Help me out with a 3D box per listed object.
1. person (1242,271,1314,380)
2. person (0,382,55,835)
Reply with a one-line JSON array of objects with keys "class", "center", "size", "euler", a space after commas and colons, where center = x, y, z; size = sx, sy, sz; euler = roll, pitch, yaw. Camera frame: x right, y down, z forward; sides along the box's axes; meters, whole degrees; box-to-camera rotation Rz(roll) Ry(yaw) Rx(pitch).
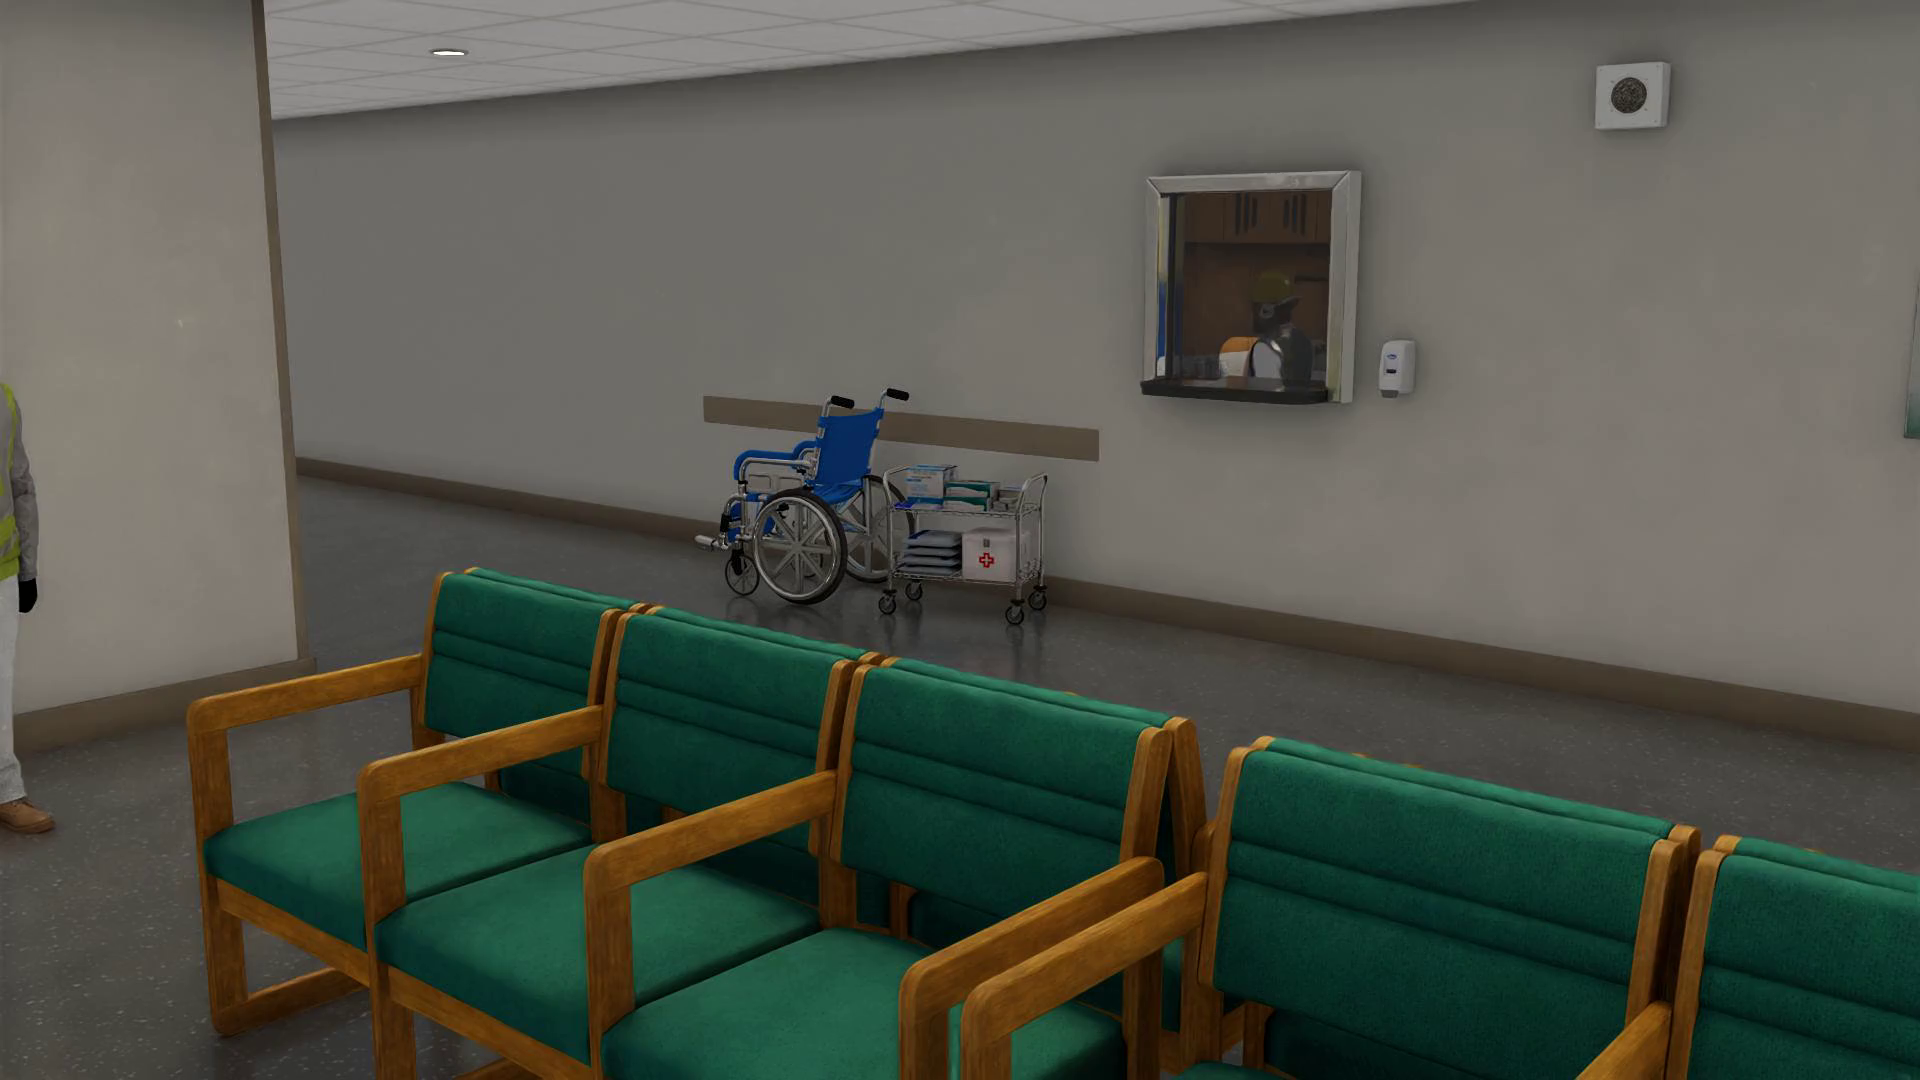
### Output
[{"class": "person", "center": [1.712, -0.551, 9.138], "size": [0.404, 1.832, 0.592], "euler": [6, 12, 31]}, {"class": "person", "center": [-3.277, 0.114, 5.372], "size": [0.430, 1.837, 0.625], "euler": [7, 12, 33]}]
